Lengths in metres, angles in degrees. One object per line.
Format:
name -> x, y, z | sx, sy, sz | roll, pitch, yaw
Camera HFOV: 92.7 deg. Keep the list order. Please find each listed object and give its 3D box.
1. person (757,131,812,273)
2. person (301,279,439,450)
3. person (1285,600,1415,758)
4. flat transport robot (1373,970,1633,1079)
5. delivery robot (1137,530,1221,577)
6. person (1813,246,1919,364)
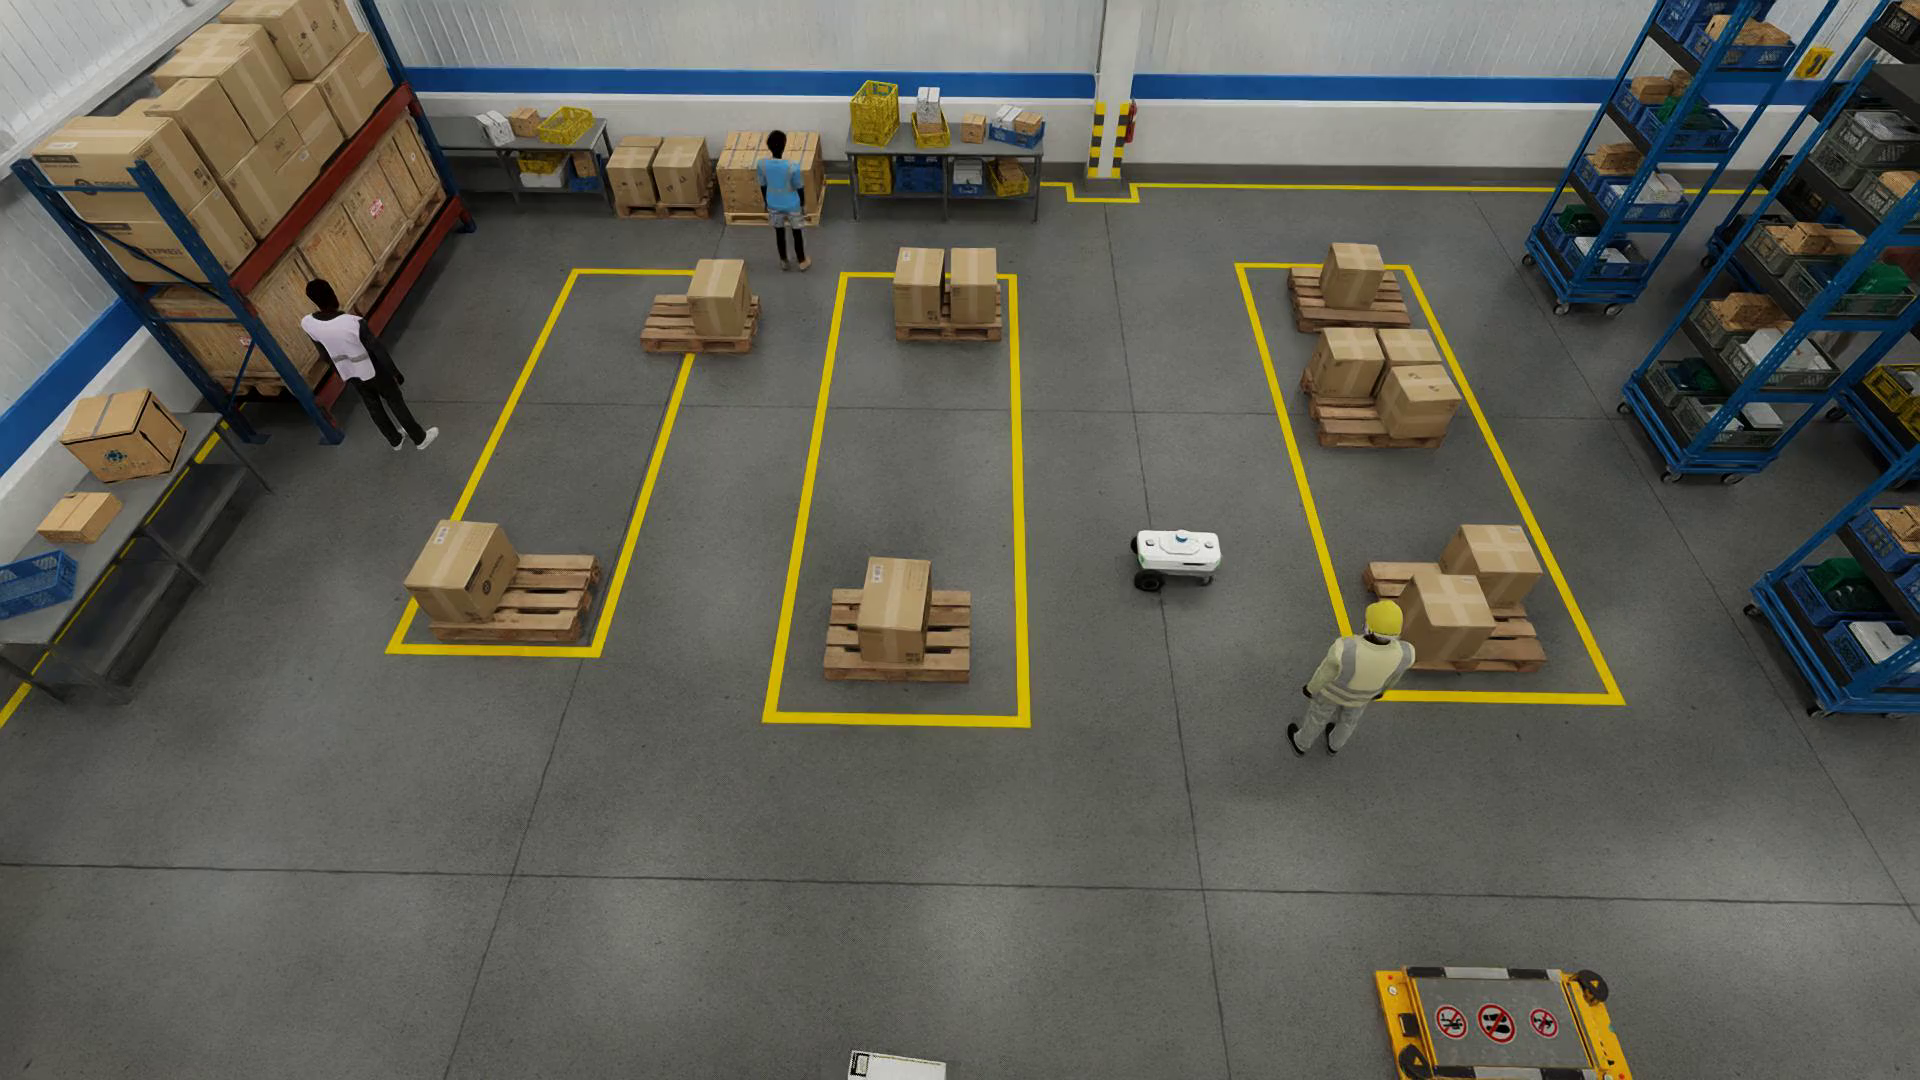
person -> -2.066, -3.955, 10.788 | 0.565, 1.687, 0.326 | 7, 51, 5
person -> -5.661, -1.611, 8.728 | 0.596, 1.914, 0.373 | 1, 51, 1
person -> 2.802, 1.036, 6.625 | 0.600, 1.827, 0.404 | 1, 51, 1
flat transport robot -> 3.499, 3.131, 5.911 | 1.431, 0.197, 0.652 | 1, 50, 1
delivery robot -> 1.936, 0.099, 8.147 | 0.707, 0.478, 0.477 | 2, 51, 2
person -> 9.422, -2.609, 9.493 | 0.622, 1.990, 0.402 | 1, 51, 1
